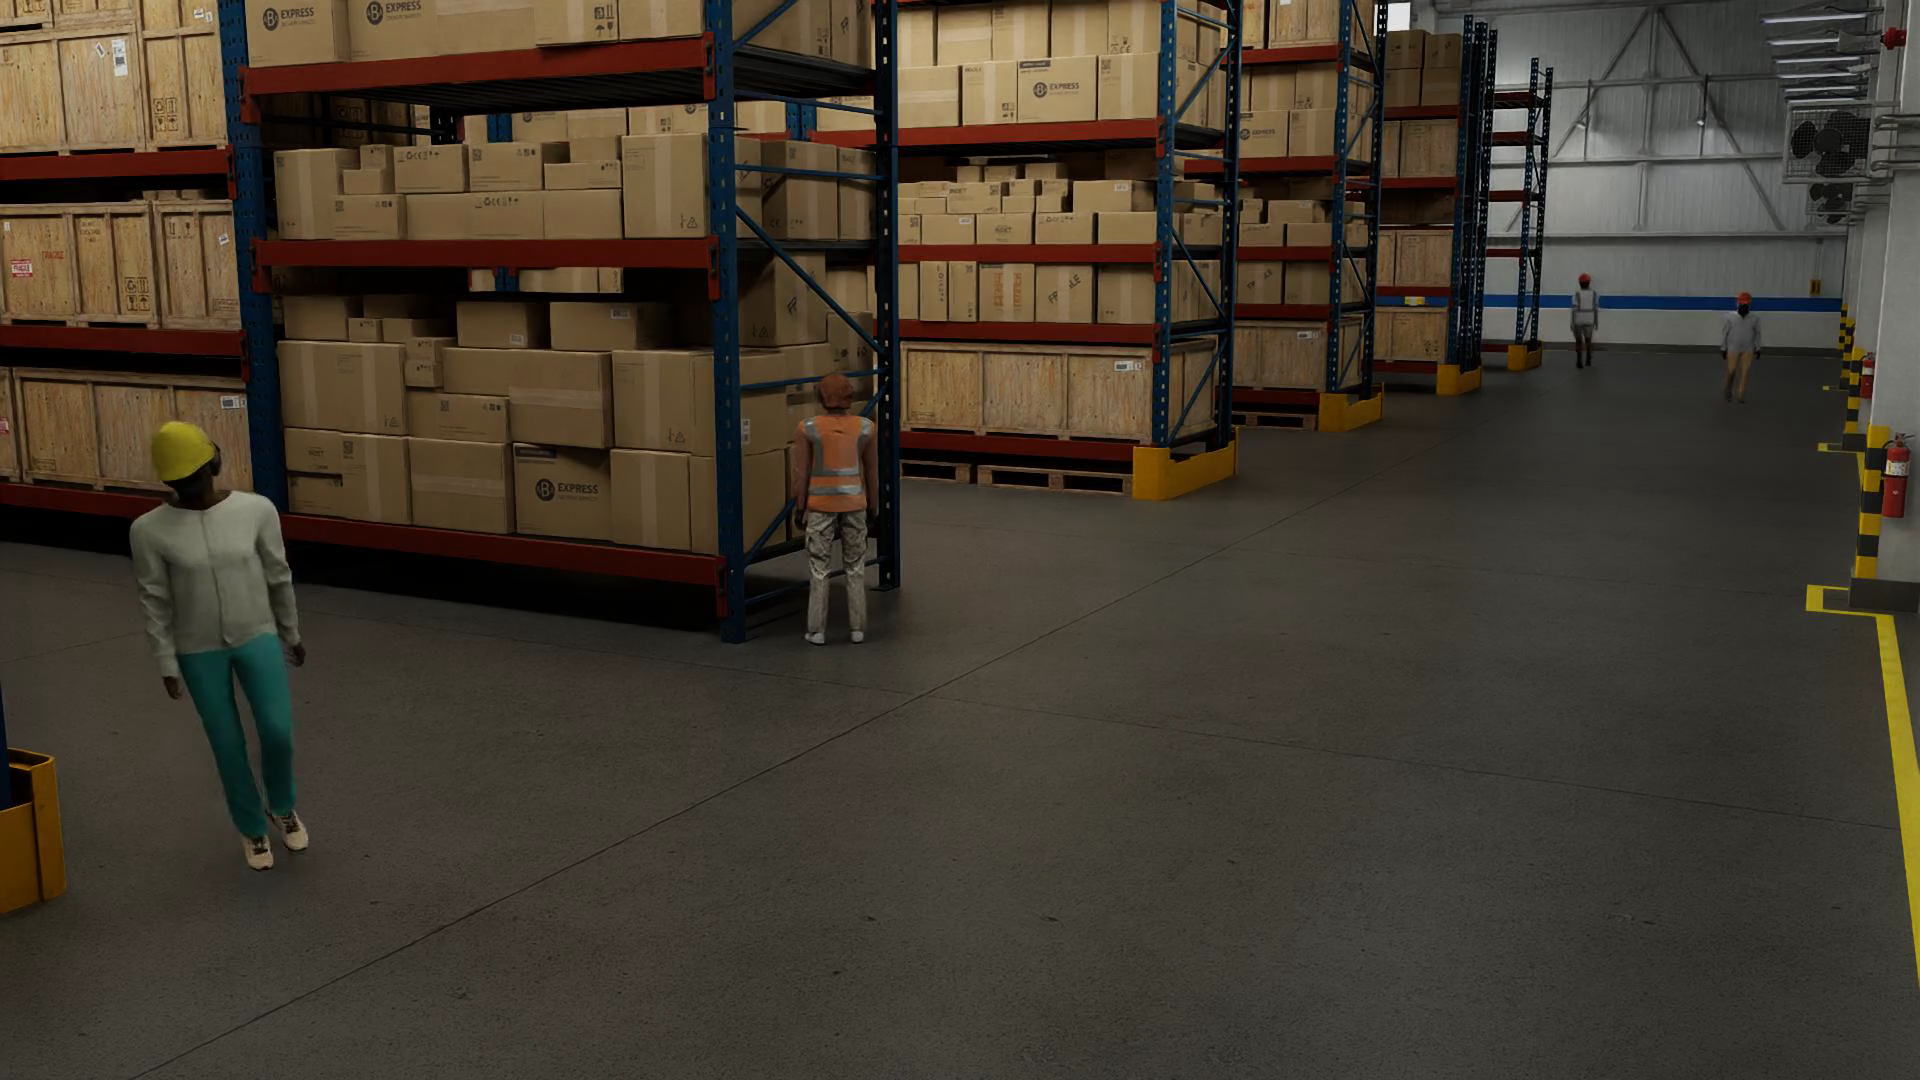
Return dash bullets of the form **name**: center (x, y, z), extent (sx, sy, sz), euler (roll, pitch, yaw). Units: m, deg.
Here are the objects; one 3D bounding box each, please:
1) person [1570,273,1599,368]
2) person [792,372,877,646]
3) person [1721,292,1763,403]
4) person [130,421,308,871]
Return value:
- **person**: center (12.642, -4.436, 33.691), extent (0.579, 1.923, 0.430), euler (1, 10, 6)
- **person**: center (-0.740, -0.178, 9.894), extent (0.518, 1.632, 0.314), euler (-3, 10, -18)
- **person**: center (12.130, -2.978, 25.807), extent (0.573, 1.734, 0.481), euler (3, 10, 19)
- **person**: center (-2.739, 0.405, 6.195), extent (0.565, 1.729, 0.397), euler (-5, 11, -28)
